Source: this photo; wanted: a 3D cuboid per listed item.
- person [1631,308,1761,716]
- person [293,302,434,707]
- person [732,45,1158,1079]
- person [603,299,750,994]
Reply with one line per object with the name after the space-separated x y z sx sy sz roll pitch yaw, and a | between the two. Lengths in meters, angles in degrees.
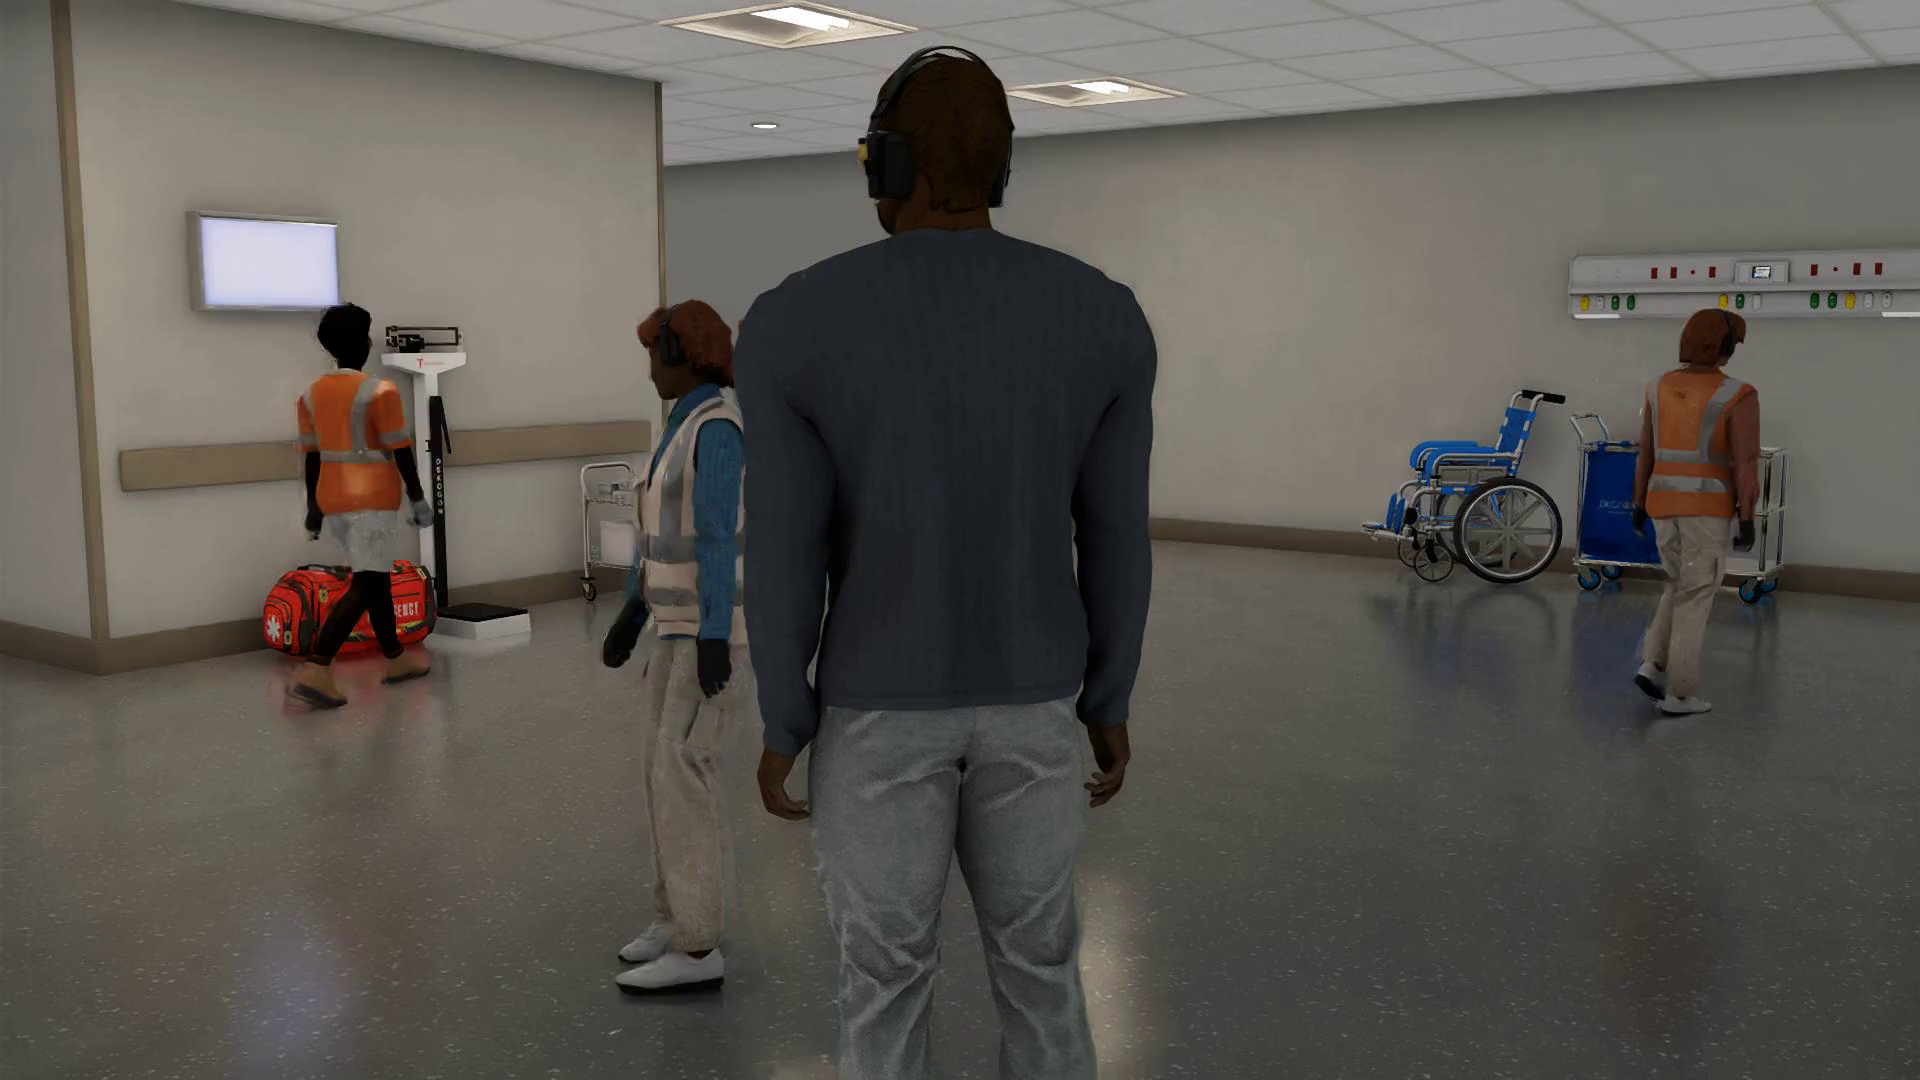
2.926 -0.104 6.619 0.378 1.620 0.542 -4 8 -27 | person
-2.520 -0.160 6.940 0.529 1.659 0.823 5 8 32 | person
-0.021 0.255 2.507 0.631 1.940 0.372 -2 7 -14 | person
-0.659 0.237 3.975 0.420 1.607 0.596 -3 8 -26 | person
